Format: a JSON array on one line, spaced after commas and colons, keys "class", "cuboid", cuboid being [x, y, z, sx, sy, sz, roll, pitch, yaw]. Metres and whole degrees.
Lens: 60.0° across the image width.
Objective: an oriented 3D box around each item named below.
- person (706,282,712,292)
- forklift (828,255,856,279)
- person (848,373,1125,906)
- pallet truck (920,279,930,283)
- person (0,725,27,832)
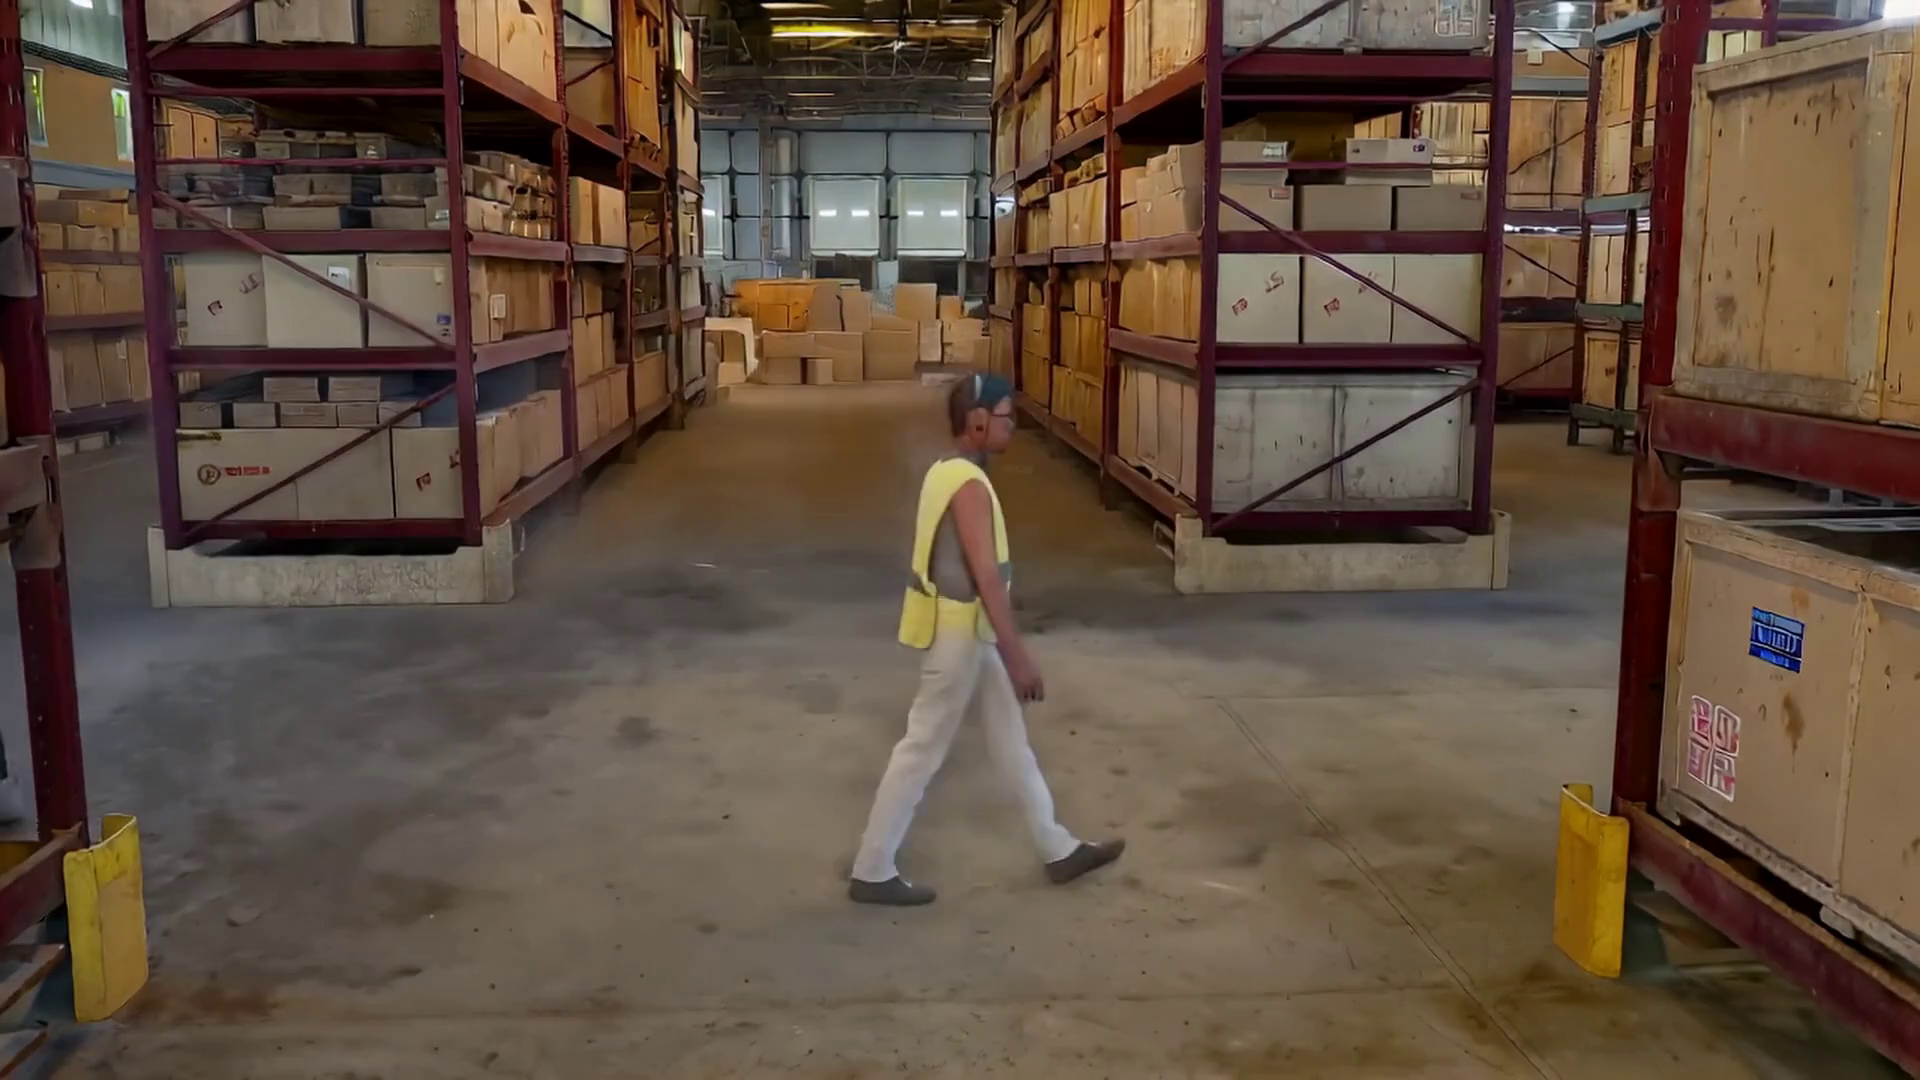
[{"class": "person", "cuboid": [-6.796, -6.010, 45.077, 0.678, 1.914, 0.650, 1, 9, 6]}, {"class": "forklift", "cuboid": [-4.114, -8.592, 58.281, 1.129, 2.768, 1.873, -6, 11, -31]}, {"class": "person", "cuboid": [0.070, 0.345, 5.565, 0.976, 1.794, 0.572, 0, 9, -1]}, {"class": "pallet truck", "cuboid": [-0.932, -8.922, 63.114, 1.885, 1.965, 0.823, 2, 9, 13]}, {"class": "person", "cuboid": [-4.010, 0.157, 6.089, 0.981, 1.998, 0.614, -3, 9, -16]}]
